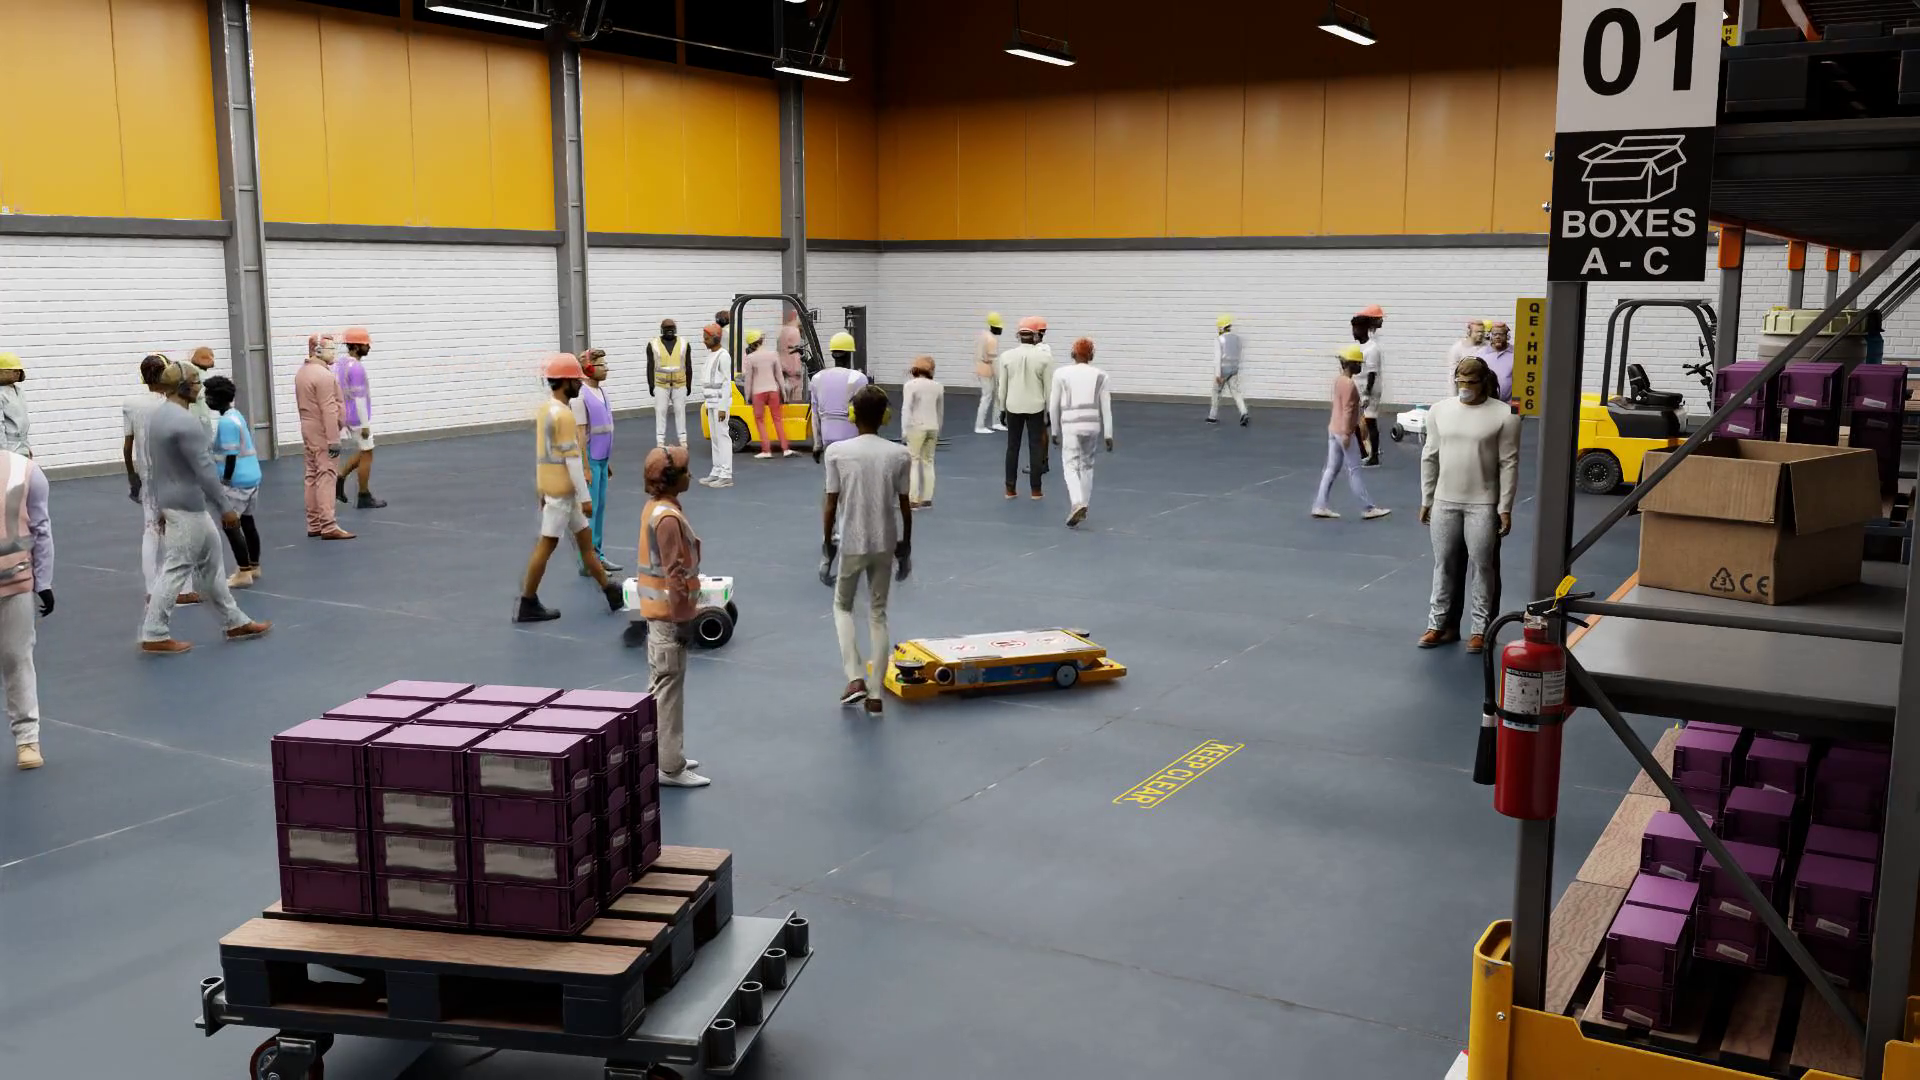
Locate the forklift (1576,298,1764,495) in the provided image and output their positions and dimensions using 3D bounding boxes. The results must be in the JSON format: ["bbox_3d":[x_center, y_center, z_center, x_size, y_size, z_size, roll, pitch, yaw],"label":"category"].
[{"bbox_3d":[7.954,-1.589,18.462,2.313,2.155,1.214,5,11,30],"label":"forklift"}]

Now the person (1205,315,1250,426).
[{"bbox_3d":[4.358,-2.742,26.913,0.594,1.787,0.908,-5,11,-31],"label":"person"}]

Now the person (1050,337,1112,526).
[{"bbox_3d":[1.206,-1.054,16.225,0.586,1.850,0.805,-1,9,-8],"label":"person"}]

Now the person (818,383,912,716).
[{"bbox_3d":[-0.532,0.054,9.288,0.553,1.846,0.473,-2,9,-14],"label":"person"}]

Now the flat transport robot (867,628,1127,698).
[{"bbox_3d":[0.218,0.724,10.004,1.431,0.197,0.652,-3,10,-21],"label":"flat transport robot"}]

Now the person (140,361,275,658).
[{"bbox_3d":[-4.971,-0.209,10.796,0.791,1.914,0.641,-7,11,-37],"label":"person"}]

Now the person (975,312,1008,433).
[{"bbox_3d":[0.517,-2.538,25.414,0.625,1.867,0.683,1,9,7],"label":"person"}]

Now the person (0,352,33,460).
[{"bbox_3d":[-8.602,-0.833,15.145,0.295,1.743,0.493,0,9,-3],"label":"person"}]

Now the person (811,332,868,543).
[{"bbox_3d":[-1.069,-0.913,15.074,0.591,1.928,0.376,4,10,25],"label":"person"}]

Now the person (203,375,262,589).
[{"bbox_3d":[-5.665,-0.460,13.019,0.366,1.678,0.571,-2,9,-13],"label":"person"}]

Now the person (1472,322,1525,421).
[{"bbox_3d":[6.141,-1.538,19.037,0.655,1.906,0.407,3,10,19],"label":"person"}]

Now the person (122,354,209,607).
[{"bbox_3d":[-5.889,-0.434,12.281,0.534,1.864,0.310,1,9,4],"label":"person"}]

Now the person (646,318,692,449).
[{"bbox_3d":[-4.056,-2.170,23.230,0.627,1.836,0.430,-3,9,-16],"label":"person"}]

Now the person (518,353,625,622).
[{"bbox_3d":[-2.731,-0.371,11.806,0.967,1.884,0.570,-4,10,-24],"label":"person"}]

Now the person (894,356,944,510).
[{"bbox_3d":[-0.452,-1.117,17.385,0.691,1.593,0.345,-8,12,-40],"label":"person"}]

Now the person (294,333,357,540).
[{"bbox_3d":[-5.883,-0.955,15.412,0.399,1.904,0.644,-8,12,-40],"label":"person"}]

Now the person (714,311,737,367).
[{"bbox_3d":[-4.012,-2.992,28.465,0.465,1.831,0.720,0,9,-2],"label":"person"}]

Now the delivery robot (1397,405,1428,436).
[{"bbox_3d":[6.644,-1.716,24.063,0.477,0.478,0.707,-3,10,-19],"label":"delivery robot"}]

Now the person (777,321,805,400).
[{"bbox_3d":[-2.957,-3.018,29.120,0.498,1.634,0.279,0,9,-1],"label":"person"}]

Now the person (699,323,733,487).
[{"bbox_3d":[-2.806,-1.550,19.172,0.356,1.887,0.572,-5,10,-26],"label":"person"}]

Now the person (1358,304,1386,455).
[{"bbox_3d":[5.577,-2.174,22.572,0.365,2.048,0.608,1,9,7],"label":"person"}]

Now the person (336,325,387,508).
[{"bbox_3d":[-6.310,-1.269,17.318,0.504,1.918,0.560,-6,11,-32],"label":"person"}]

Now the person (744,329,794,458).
[{"bbox_3d":[-2.569,-1.940,22.121,0.647,1.720,0.442,-6,11,-34],"label":"person"}]

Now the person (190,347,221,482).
[{"bbox_3d":[-8.884,-1.436,19.321,0.547,1.617,0.513,-6,11,-31],"label":"person"}]

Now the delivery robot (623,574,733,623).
[{"bbox_3d":[-1.871,0.369,11.047,0.707,0.478,0.477,-1,9,-4],"label":"delivery robot"}]

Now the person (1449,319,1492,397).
[{"bbox_3d":[6.605,-1.904,21.413,0.694,1.875,0.695,0,9,-2],"label":"person"}]

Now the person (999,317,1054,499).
[{"bbox_3d":[0.729,-1.430,18.137,0.619,1.989,0.398,2,9,12],"label":"person"}]

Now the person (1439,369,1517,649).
[{"bbox_3d":[3.386,-0.207,10.923,0.506,1.847,0.345,6,11,34],"label":"person"}]

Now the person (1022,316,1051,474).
[{"bbox_3d":[0.933,-1.778,20.442,0.361,1.935,0.553,2,9,14],"label":"person"}]

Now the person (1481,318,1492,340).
[{"bbox_3d":[7.220,-2.134,22.974,0.404,1.837,0.588,-1,9,-7],"label":"person"}]

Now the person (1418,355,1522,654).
[{"bbox_3d":[3.291,-0.232,10.803,0.627,1.934,0.370,6,11,33],"label":"person"}]

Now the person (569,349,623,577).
[{"bbox_3d":[-2.994,-0.627,13.528,0.385,1.849,0.569,1,9,5],"label":"person"}]

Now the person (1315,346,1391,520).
[{"bbox_3d":[3.917,-1.067,16.609,0.743,1.728,0.548,0,9,-2],"label":"person"}]

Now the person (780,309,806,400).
[{"bbox_3d":[-2.799,-2.851,27.318,0.551,1.881,0.653,-4,10,-21],"label":"person"}]

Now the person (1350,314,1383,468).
[{"bbox_3d":[5.095,-1.871,20.985,0.513,1.940,0.627,-2,9,-12],"label":"person"}]

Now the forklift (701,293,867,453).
[{"bbox_3d":[-2.458,-2.344,23.176,2.313,2.155,1.214,0,9,-2],"label":"forklift"}]

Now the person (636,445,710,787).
[{"bbox_3d":[-1.394,0.364,8.003,0.309,1.639,0.525,-3,10,-18],"label":"person"}]

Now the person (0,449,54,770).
[{"bbox_3d":[-4.799,0.234,8.178,0.624,1.845,0.430,-4,10,-23],"label":"person"}]
